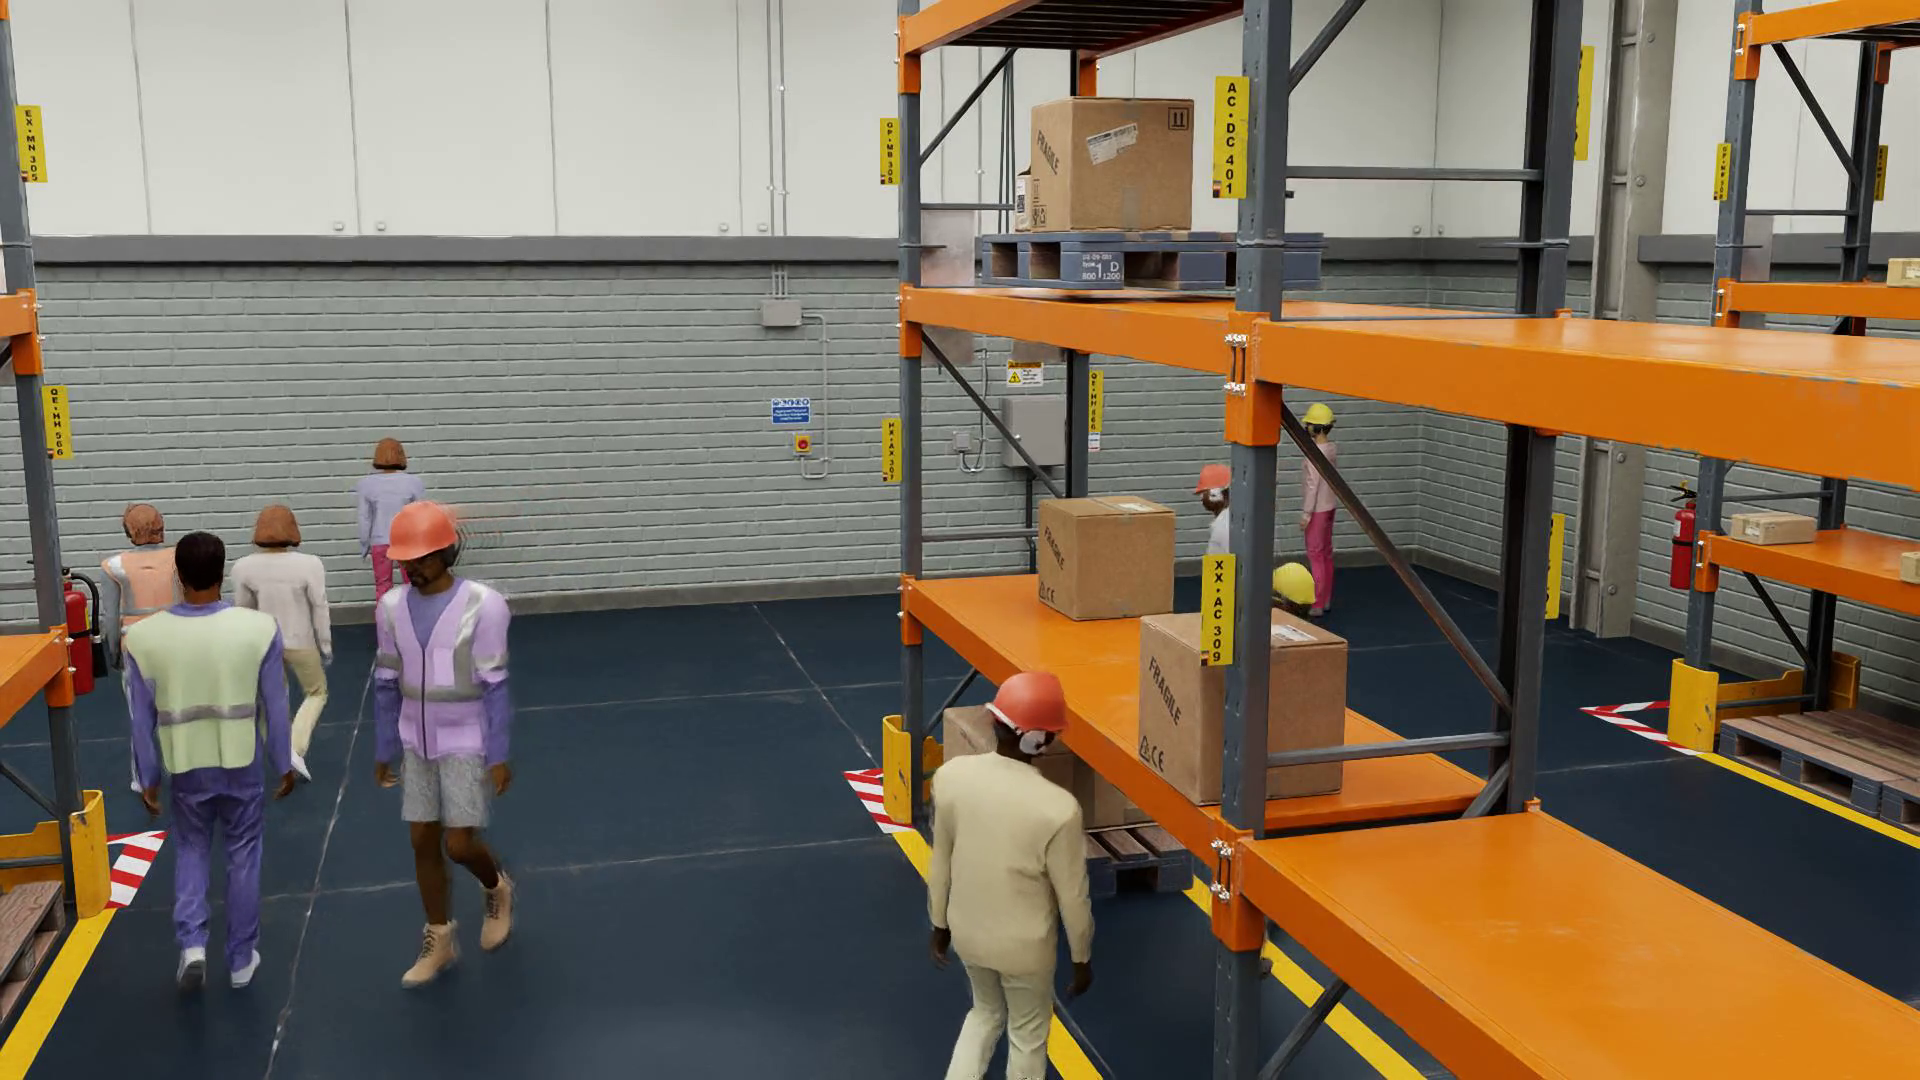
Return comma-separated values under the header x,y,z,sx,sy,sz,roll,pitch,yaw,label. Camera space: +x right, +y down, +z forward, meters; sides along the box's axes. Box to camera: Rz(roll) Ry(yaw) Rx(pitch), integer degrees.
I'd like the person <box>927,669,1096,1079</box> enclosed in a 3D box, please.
x,y,z,sx,sy,sz,roll,pitch,yaw,label
0.173,1.248,5.331,0.584,1.729,0.375,8,13,40,person

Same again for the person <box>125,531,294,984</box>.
x,y,z,sx,sy,sz,roll,pitch,yaw,label
-3.041,0.909,6.805,0.590,1.904,0.435,-2,10,-13,person

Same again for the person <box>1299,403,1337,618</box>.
x,y,z,sx,sy,sz,roll,pitch,yaw,label
2.939,-0.242,13.724,0.309,1.772,0.525,6,11,29,person

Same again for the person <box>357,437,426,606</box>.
x,y,z,sx,sy,sz,roll,pitch,yaw,label
-4.229,0.048,12.458,0.507,1.631,0.266,-2,10,-10,person

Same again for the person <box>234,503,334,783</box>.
x,y,z,sx,sy,sz,roll,pitch,yaw,label
-3.785,0.602,9.317,0.513,1.618,0.447,0,10,-2,person

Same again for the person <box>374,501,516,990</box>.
x,y,z,sx,sy,sz,roll,pitch,yaw,label
-2.133,0.831,6.871,0.636,2.024,0.486,3,10,18,person

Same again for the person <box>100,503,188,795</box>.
x,y,z,sx,sy,sz,roll,pitch,yaw,label
-4.482,0.609,9.277,0.514,1.633,0.317,-5,11,-28,person
